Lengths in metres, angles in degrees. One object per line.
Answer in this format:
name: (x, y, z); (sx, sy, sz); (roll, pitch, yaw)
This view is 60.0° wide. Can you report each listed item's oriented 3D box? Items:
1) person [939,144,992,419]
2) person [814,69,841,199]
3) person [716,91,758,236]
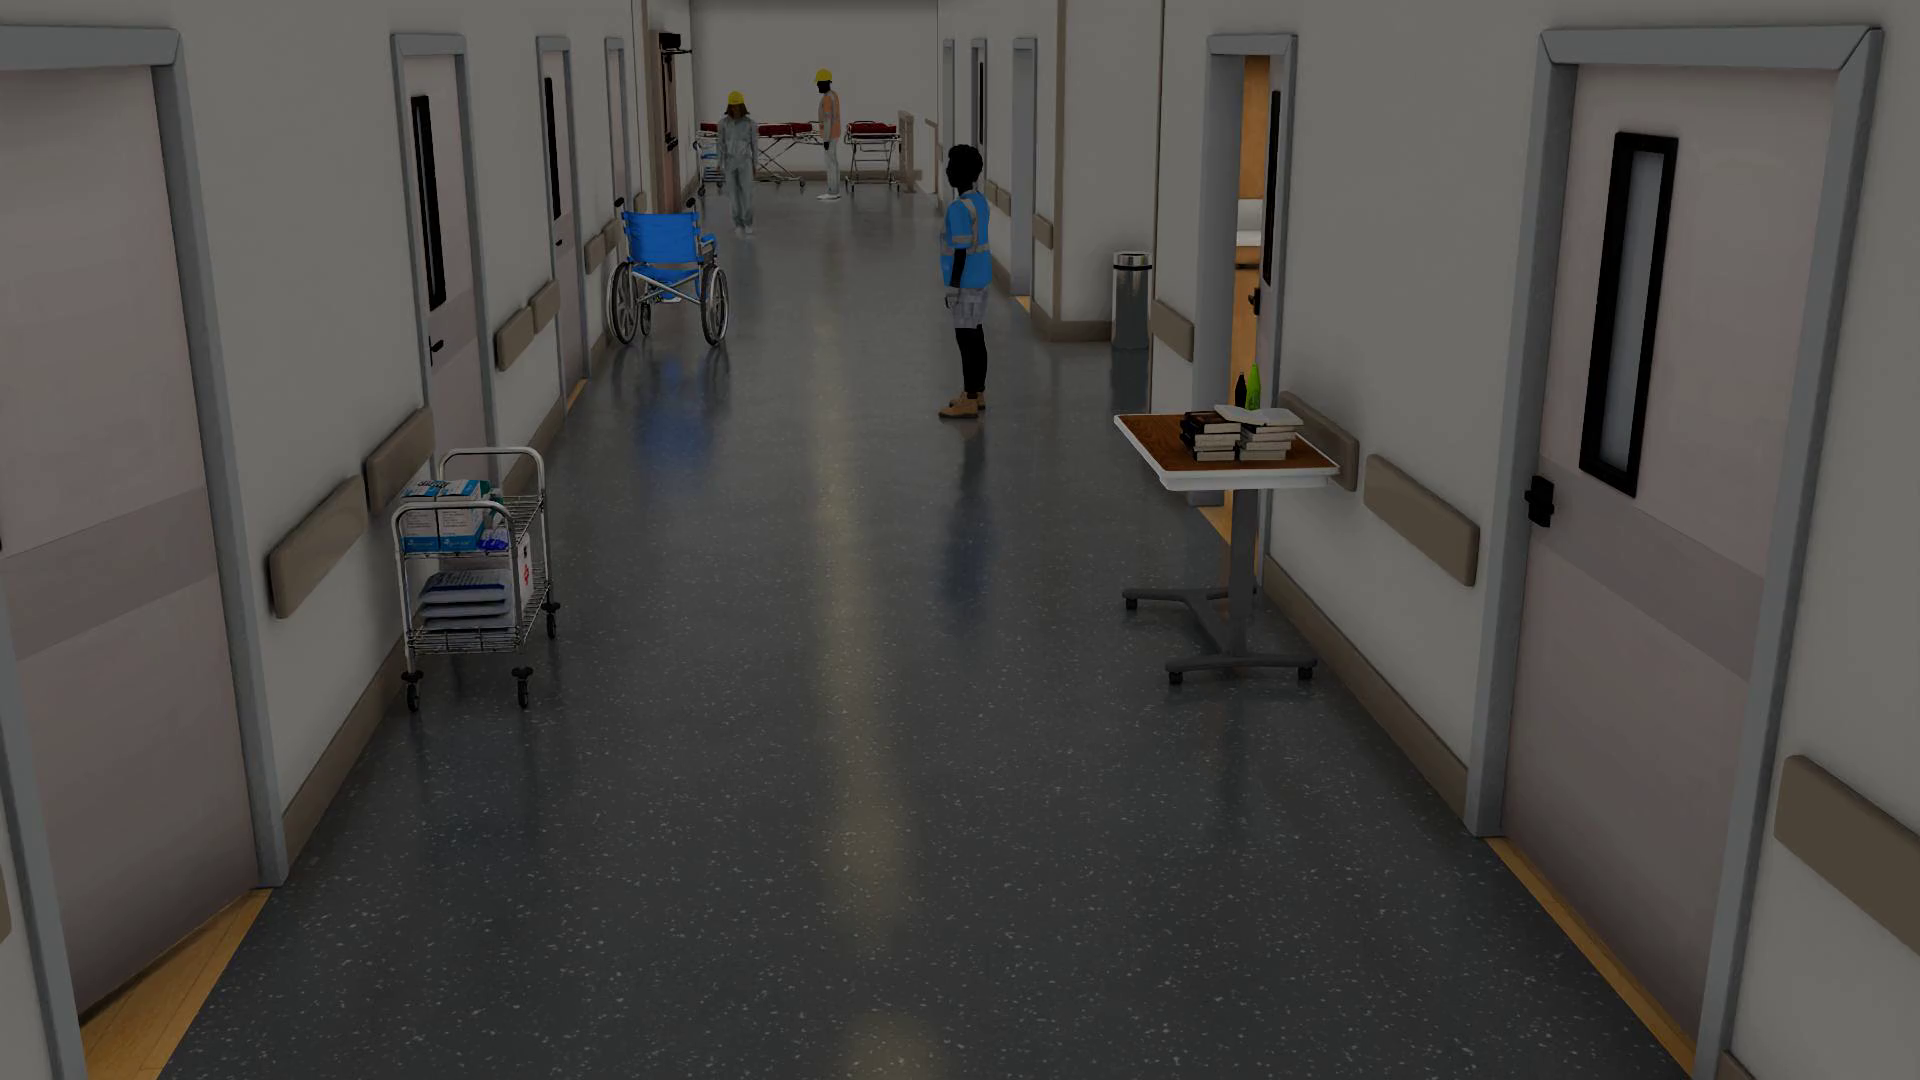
person: (0.033, -1.611, 10.424); (0.318, 1.697, 0.536); (4, 17, 14)
person: (-1.997, -6.108, 25.078); (0.393, 1.918, 0.585); (1, 17, 4)
person: (-2.730, -4.588, 20.334); (0.492, 1.722, 0.671); (0, 17, 1)
